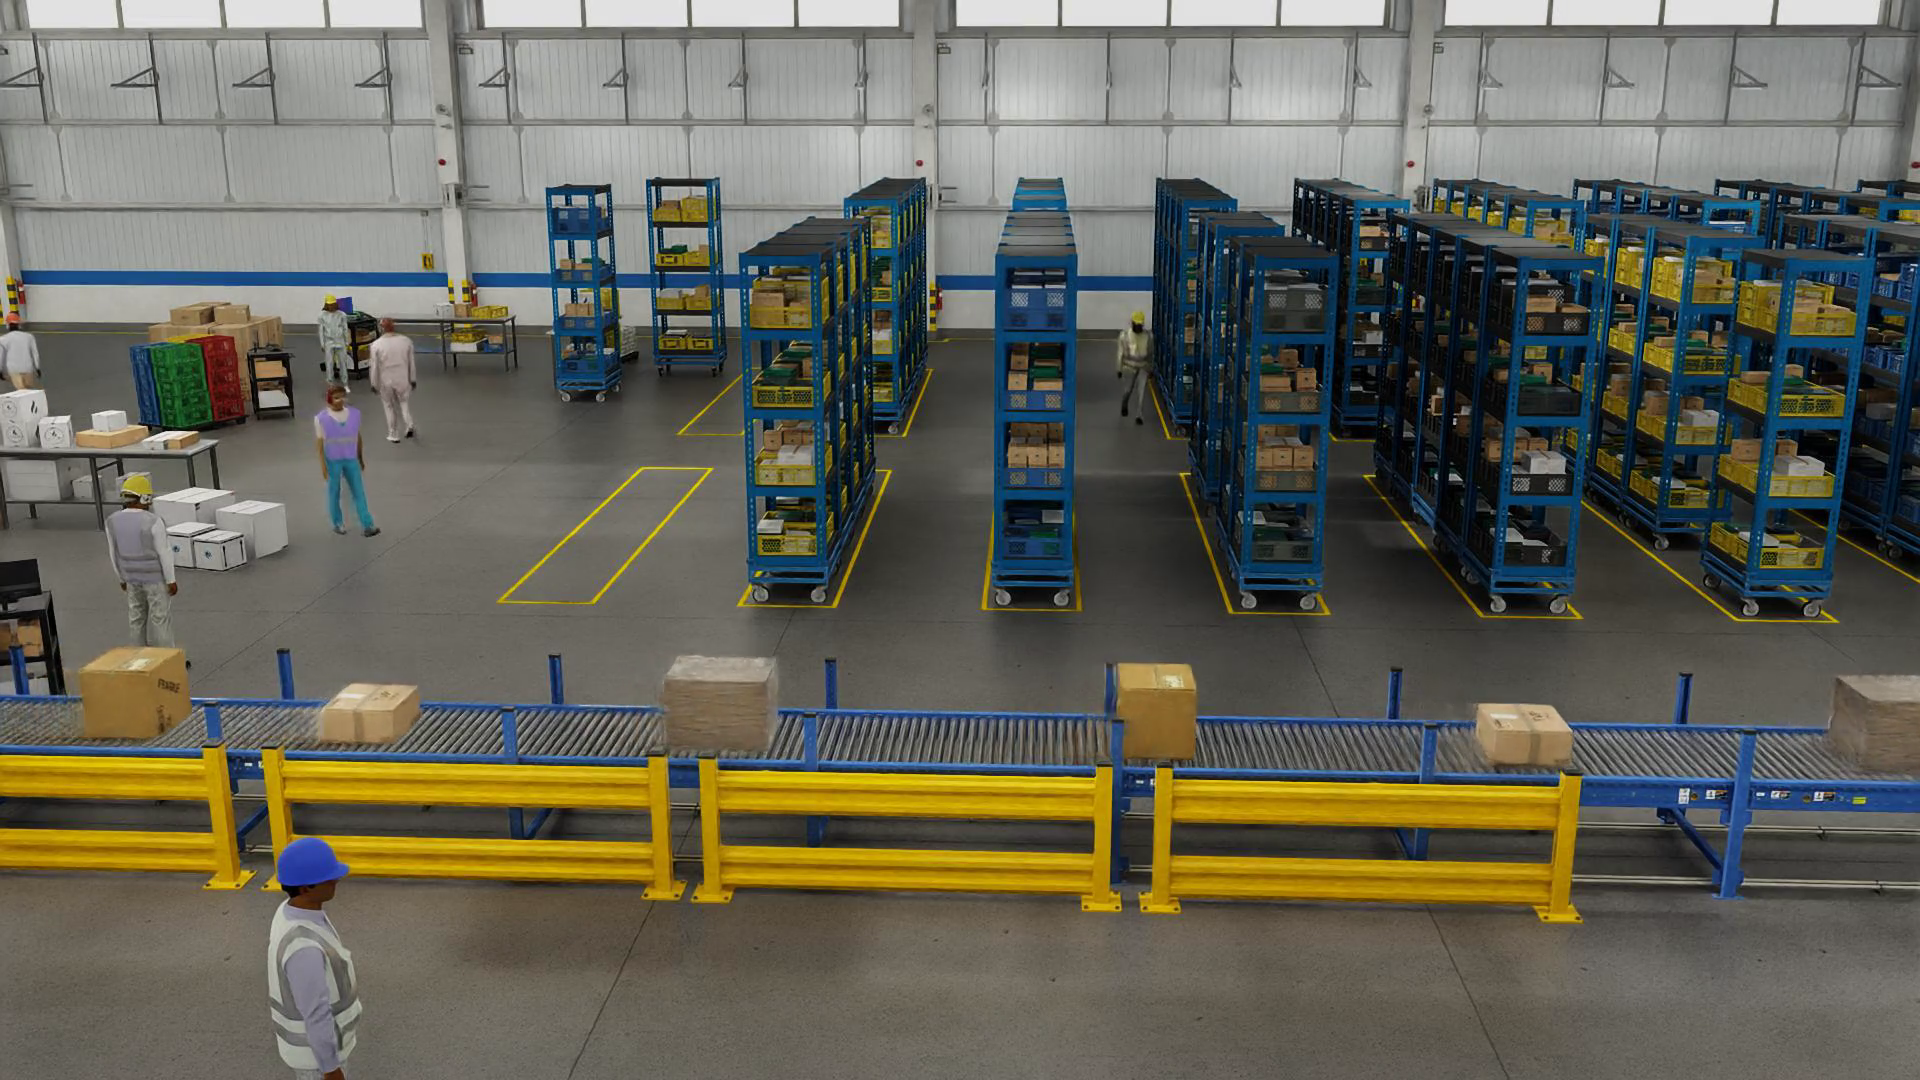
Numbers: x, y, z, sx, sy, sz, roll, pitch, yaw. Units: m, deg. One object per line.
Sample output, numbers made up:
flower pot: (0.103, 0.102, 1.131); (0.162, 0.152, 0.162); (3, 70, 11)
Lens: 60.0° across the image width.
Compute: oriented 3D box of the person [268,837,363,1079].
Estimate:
person: (-2.880, 2.248, 7.503); (0.391, 1.948, 0.605); (-8, 17, -27)

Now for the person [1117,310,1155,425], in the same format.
person: (2.774, -2.748, 26.304); (0.599, 1.811, 0.580); (-1, 15, -4)

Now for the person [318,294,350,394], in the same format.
person: (-10.855, -3.408, 28.886); (0.492, 1.742, 0.320); (-8, 17, -27)

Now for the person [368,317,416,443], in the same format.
person: (-8.485, -2.391, 24.834); (0.685, 1.881, 0.459); (-12, 19, -38)

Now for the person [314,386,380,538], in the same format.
person: (-7.190, -0.899, 19.454); (0.596, 1.796, 0.939); (-14, 21, -42)

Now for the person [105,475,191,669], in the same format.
person: (-7.276, 0.320, 14.893); (0.589, 1.826, 0.403); (3, 15, 12)

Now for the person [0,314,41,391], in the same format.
person: (-15.004, -2.745, 26.485); (0.884, 1.699, 0.586); (14, 21, 43)
